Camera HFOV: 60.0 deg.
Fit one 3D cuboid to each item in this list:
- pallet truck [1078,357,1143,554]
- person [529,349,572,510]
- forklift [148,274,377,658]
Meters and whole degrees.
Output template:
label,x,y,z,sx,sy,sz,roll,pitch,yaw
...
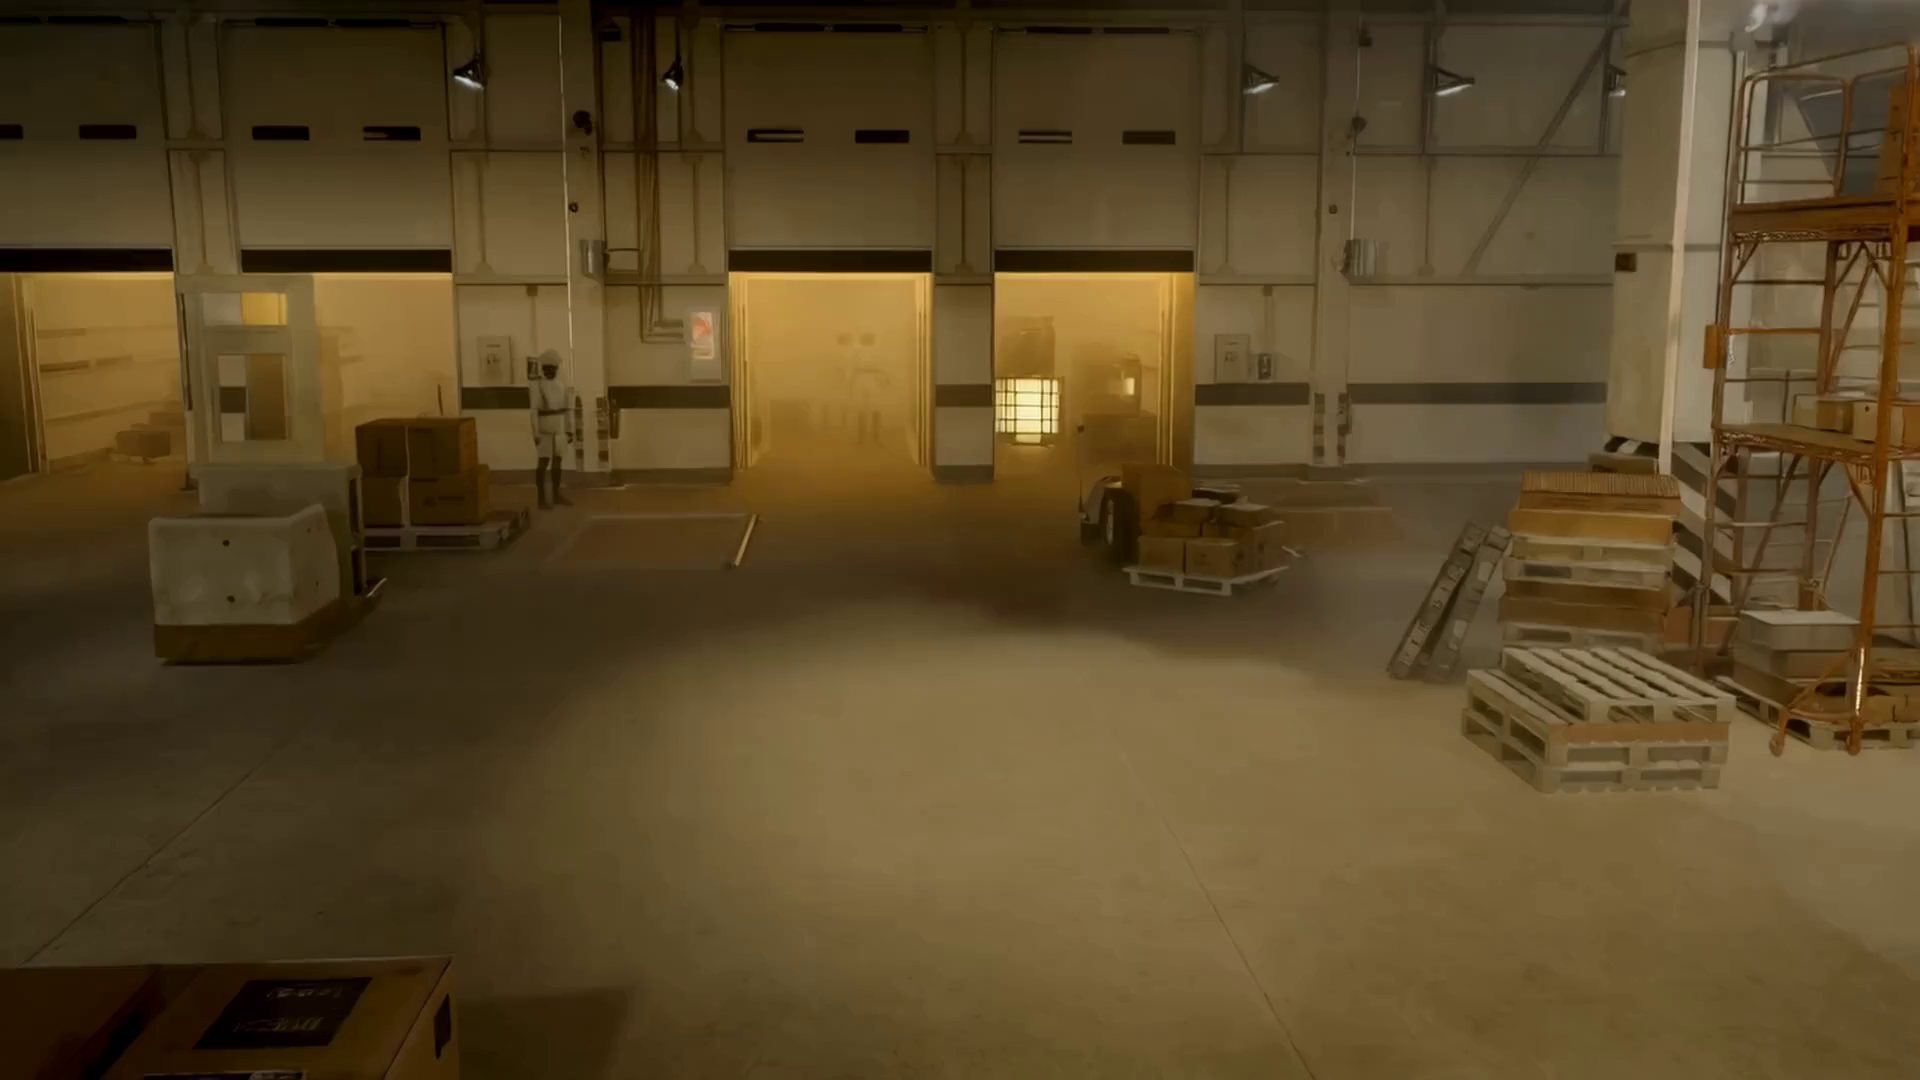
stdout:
label,x,y,z,sx,sy,sz,roll,pitch,yaw
pallet truck,2.088,-0.836,16.757,1.885,1.965,0.823,2,9,13
person,-4.932,-1.343,20.141,0.374,1.935,0.550,7,11,36
forklift,-5.348,-0.627,12.681,1.129,2.768,1.873,-1,9,-4
